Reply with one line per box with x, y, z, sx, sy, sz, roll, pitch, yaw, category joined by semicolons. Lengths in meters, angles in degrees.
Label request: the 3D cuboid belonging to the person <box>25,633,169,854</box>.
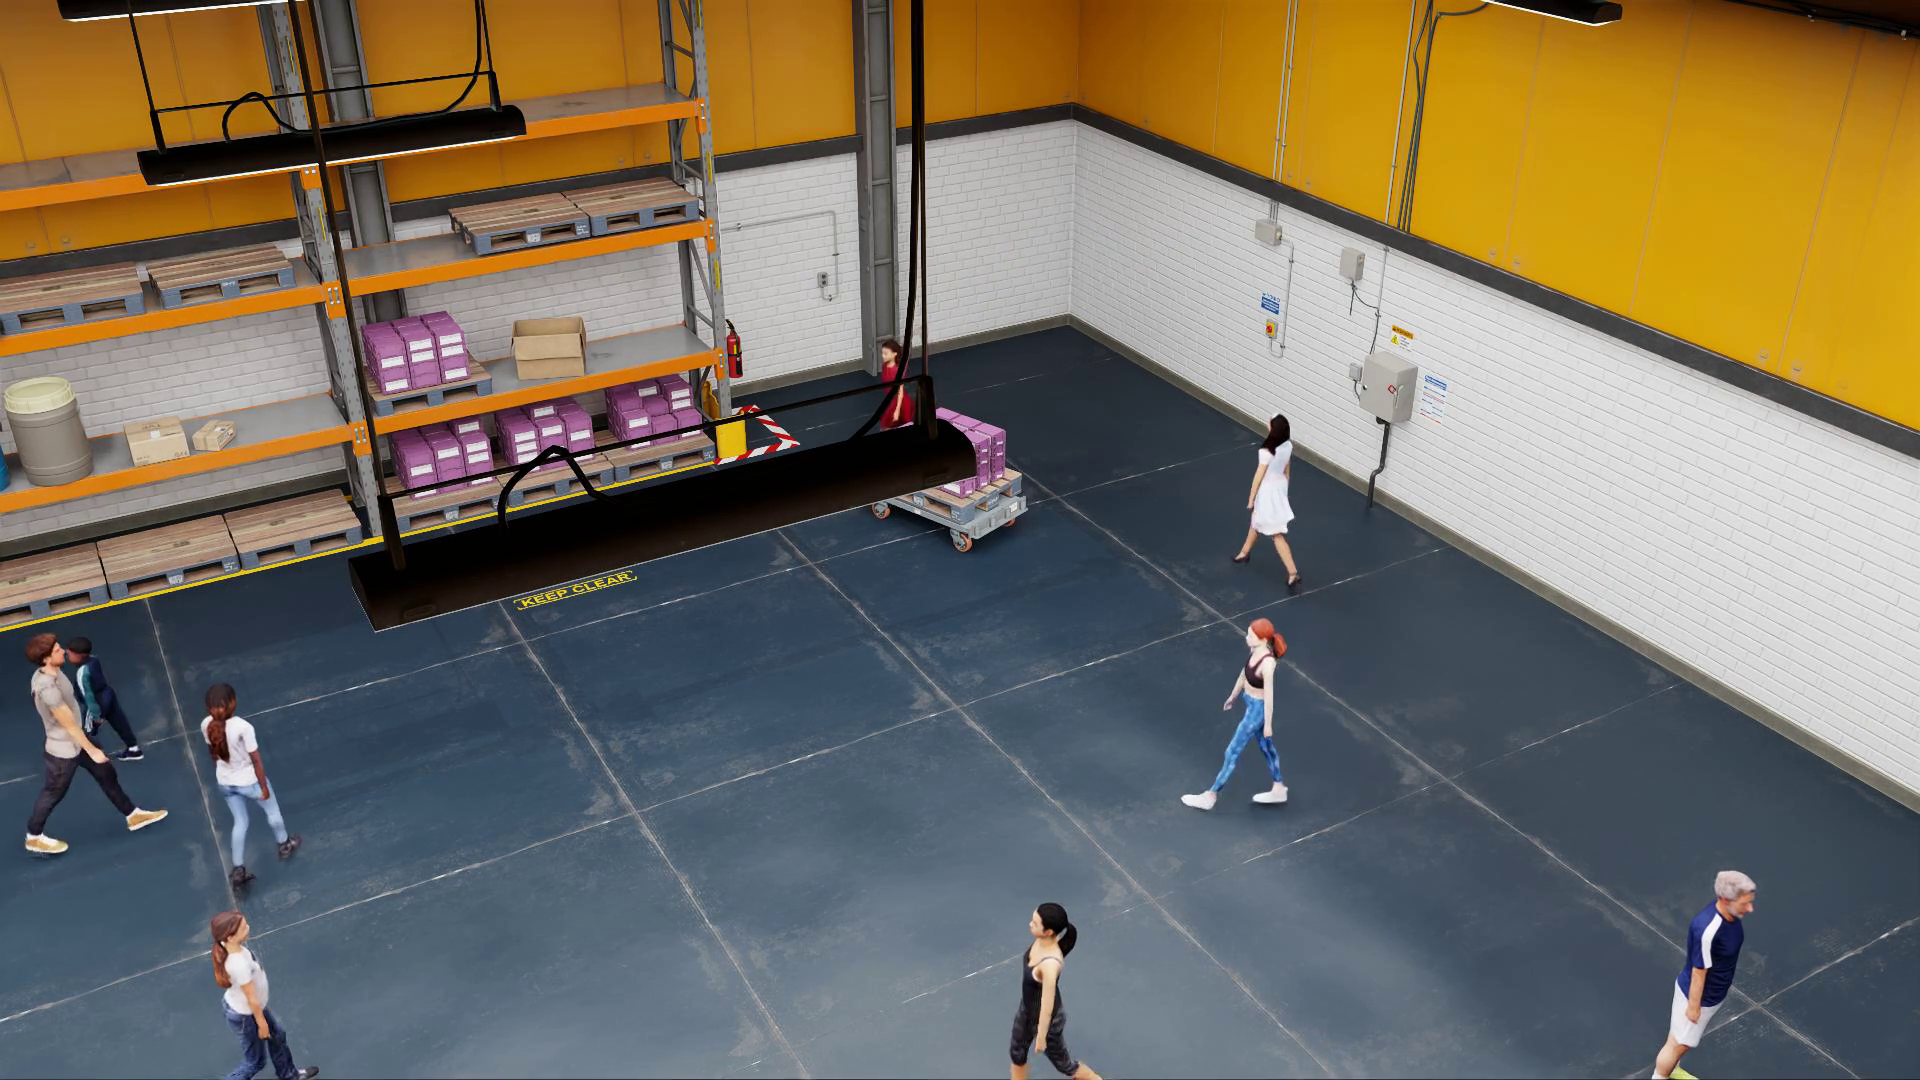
-6.886;1.599;12.634;1.286;1.845;0.807;-10;30;-17;person

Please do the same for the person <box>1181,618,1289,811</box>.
2.427;1.387;13.126;1.183;1.745;0.953;0;29;1;person

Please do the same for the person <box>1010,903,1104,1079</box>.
0.618;2.955;10.305;1.174;1.694;0.916;-1;29;-2;person

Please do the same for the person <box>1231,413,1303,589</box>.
3.099;-0.334;16.253;1.131;1.773;0.828;-22;35;-34;person

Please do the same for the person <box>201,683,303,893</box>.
-5.369;1.842;12.342;0.990;1.699;1.021;5;29;9;person

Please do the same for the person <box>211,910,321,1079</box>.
-4.523;2.979;10.416;1.005;1.545;0.620;-20;35;-33;person

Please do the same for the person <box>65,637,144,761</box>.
-7.063;1.339;13.757;0.929;1.226;0.745;-1;29;-2;person

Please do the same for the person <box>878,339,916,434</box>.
-0.666;-1.535;18.732;0.764;1.507;1.109;24;37;37;person

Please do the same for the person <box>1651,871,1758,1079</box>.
4.661;2.799;10.444;0.761;1.834;0.603;21;35;33;person
